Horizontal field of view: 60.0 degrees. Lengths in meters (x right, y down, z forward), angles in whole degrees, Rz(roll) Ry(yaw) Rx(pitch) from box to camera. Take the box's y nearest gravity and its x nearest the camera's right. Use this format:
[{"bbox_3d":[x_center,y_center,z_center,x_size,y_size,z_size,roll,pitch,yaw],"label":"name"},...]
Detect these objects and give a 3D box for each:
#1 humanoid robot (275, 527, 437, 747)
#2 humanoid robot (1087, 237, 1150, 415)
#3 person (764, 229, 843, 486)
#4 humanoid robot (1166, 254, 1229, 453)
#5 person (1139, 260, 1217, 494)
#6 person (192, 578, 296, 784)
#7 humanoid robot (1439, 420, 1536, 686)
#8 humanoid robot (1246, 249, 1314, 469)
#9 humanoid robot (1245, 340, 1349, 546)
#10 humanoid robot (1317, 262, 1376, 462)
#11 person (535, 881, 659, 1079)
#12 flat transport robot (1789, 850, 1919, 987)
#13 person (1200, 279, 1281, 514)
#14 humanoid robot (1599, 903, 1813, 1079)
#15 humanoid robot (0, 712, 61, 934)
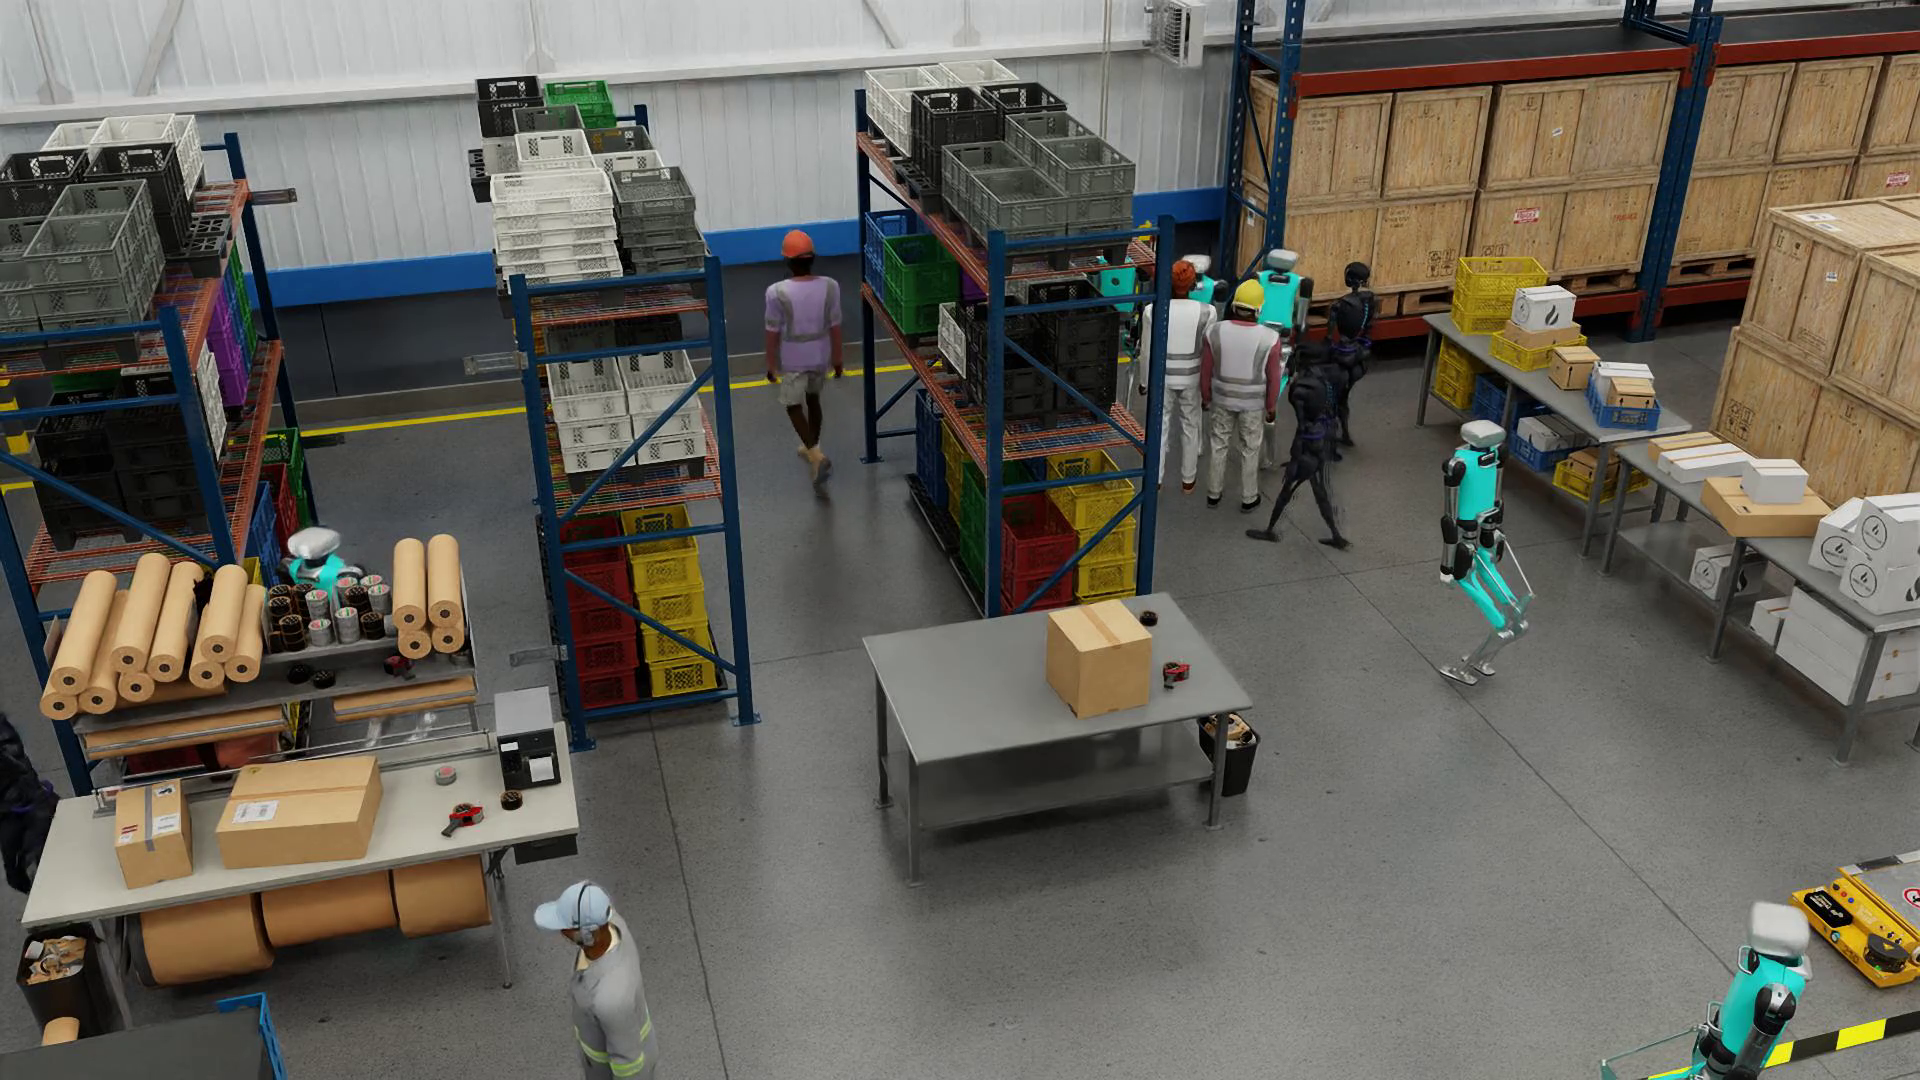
[{"bbox_3d":[-3.371,0.589,9.590,0.546,1.748,1.010,8,30,14],"label":"humanoid robot"},{"bbox_3d":[1.348,-1.795,13.766,0.533,1.675,0.735,10,30,17],"label":"humanoid robot"},{"bbox_3d":[-1.182,-1.395,12.900,0.617,2.015,0.821,-14,32,-24],"label":"person"},{"bbox_3d":[1.843,-1.486,13.386,0.531,1.822,0.691,3,29,6],"label":"humanoid robot"},{"bbox_3d":[1.654,-1.228,12.722,0.571,1.882,0.357,1,29,2],"label":"person"},{"bbox_3d":[-3.639,1.052,8.487,0.368,1.965,0.605,7,30,12],"label":"person"},{"bbox_3d":[3.306,0.133,10.287,0.532,1.683,0.747,-20,35,-32],"label":"humanoid robot"},{"bbox_3d":[2.418,-1.295,13.092,0.531,1.864,0.776,8,30,14],"label":"humanoid robot"},{"bbox_3d":[2.519,-0.679,11.987,0.763,1.628,0.609,13,31,22],"label":"humanoid robot"},{"bbox_3d":[3.064,-1.429,13.296,0.584,1.655,0.335,-21,35,-33],"label":"humanoid robot"},{"bbox_3d":[-1.412,2.104,6.692,0.396,1.850,0.588,-8,30,-15],"label":"person"},{"bbox_3d":[5.163,1.916,8.676,1.431,0.231,0.659,-8,30,-14],"label":"flat transport robot"},{"bbox_3d":[2.098,-1.071,12.486,0.599,1.829,0.404,10,30,18],"label":"person"},{"bbox_3d":[2.862,2.099,6.674,0.735,1.681,0.533,12,31,21],"label":"humanoid robot"},{"bbox_3d":[-4.615,1.378,8.203,0.597,1.649,0.374,13,31,22],"label":"humanoid robot"}]
